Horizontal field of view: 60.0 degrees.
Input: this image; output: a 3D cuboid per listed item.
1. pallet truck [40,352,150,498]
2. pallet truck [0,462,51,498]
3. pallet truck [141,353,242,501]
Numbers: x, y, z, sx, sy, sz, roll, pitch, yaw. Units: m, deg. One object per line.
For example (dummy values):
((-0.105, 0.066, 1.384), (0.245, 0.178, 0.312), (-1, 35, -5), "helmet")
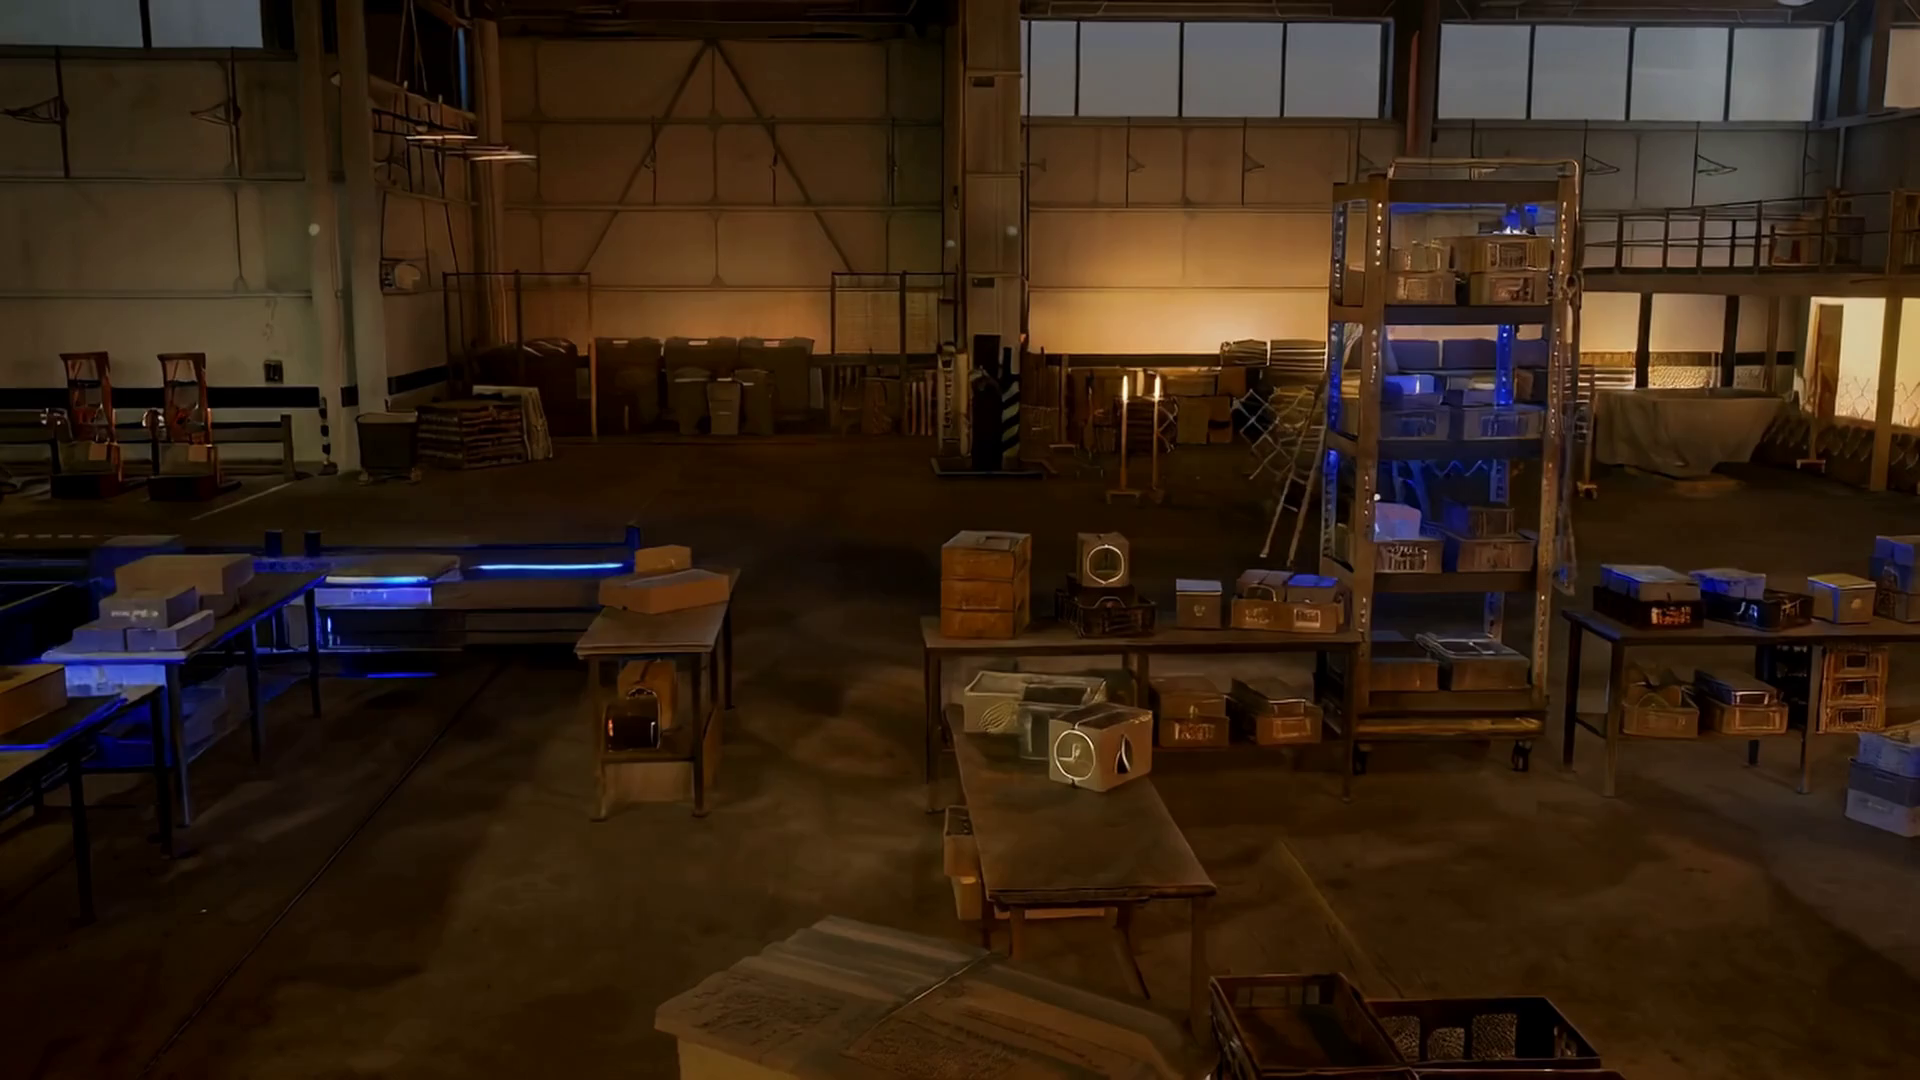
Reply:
((-11.907, -1.642, 23.165), (0.823, 1.965, 1.885), (0, 9, 0), "pallet truck")
((-13.193, -1.293, 23.148), (0.653, 1.274, 1.630), (-1, 9, -4), "pallet truck")
((-10.520, -1.604, 22.925), (0.823, 1.965, 1.885), (-1, 9, -6), "pallet truck")
